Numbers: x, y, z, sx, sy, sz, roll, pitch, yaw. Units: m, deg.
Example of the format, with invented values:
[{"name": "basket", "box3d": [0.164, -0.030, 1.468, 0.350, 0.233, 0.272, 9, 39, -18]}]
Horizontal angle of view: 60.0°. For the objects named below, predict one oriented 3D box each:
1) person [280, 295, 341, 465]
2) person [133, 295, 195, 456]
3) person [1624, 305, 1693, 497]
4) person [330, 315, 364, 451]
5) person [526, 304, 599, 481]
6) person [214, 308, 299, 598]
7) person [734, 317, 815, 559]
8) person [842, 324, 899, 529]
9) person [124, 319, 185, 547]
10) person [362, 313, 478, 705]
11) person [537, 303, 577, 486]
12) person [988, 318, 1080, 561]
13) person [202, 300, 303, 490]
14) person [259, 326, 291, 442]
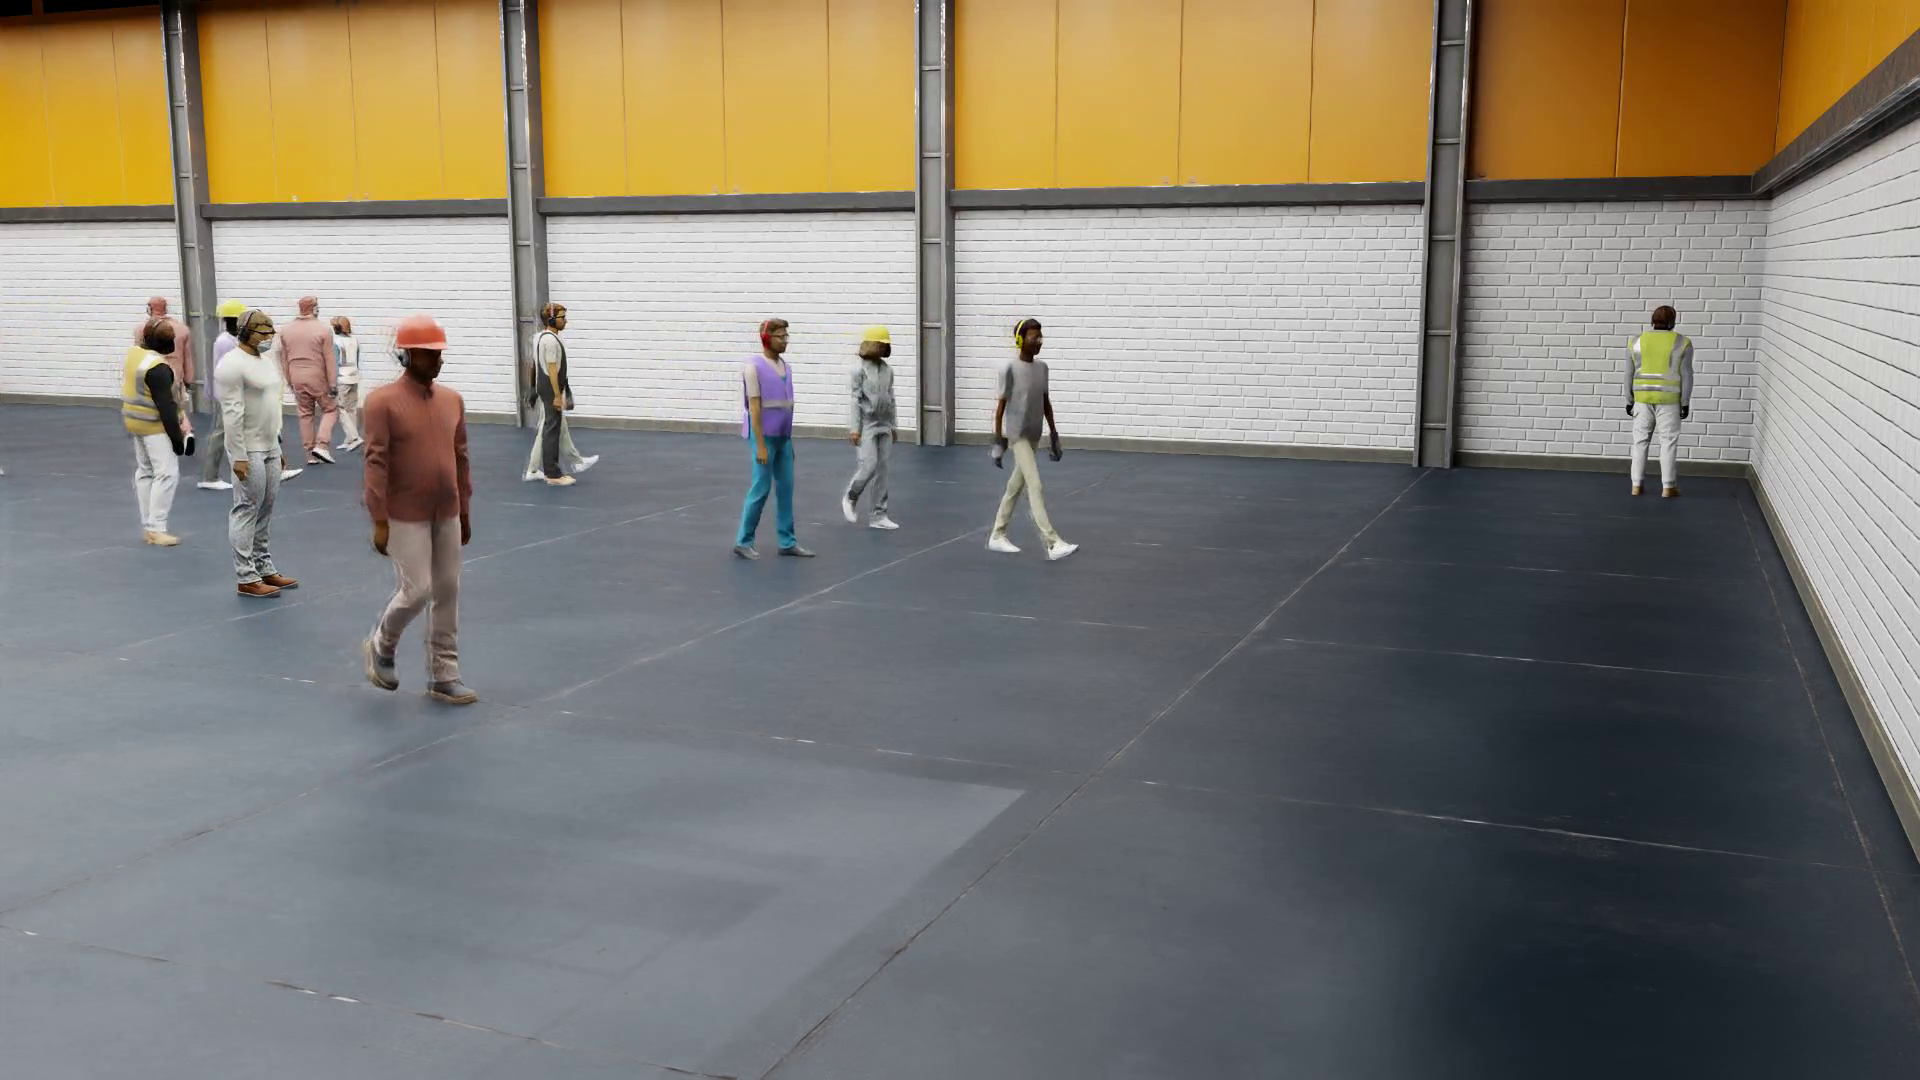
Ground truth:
[{"name": "person", "box3d": [-7.195, -1.768, 18.492, 0.672, 1.896, 0.437, 2, 9, 9]}, {"name": "person", "box3d": [-9.082, -1.845, 18.989, 0.579, 1.890, 0.646, 8, 12, 40]}, {"name": "person", "box3d": [6.729, -1.335, 16.036, 0.623, 1.844, 0.430, 7, 12, 37]}, {"name": "person", "box3d": [-7.375, -1.876, 19.964, 0.421, 1.641, 0.520, 3, 10, 16]}, {"name": "person", "box3d": [-4.176, -1.545, 17.383, 0.962, 1.812, 0.527, -9, 13, -43]}, {"name": "person", "box3d": [-4.748, -0.586, 11.218, 0.370, 1.934, 0.627, 0, 9, 2]}, {"name": "person", "box3d": [-1.423, -0.755, 12.602, 0.467, 1.864, 0.574, 5, 10, 26]}, {"name": "person", "box3d": [-0.735, -0.954, 14.021, 0.440, 1.727, 0.507, 8, 12, 41]}, {"name": "person", "box3d": [-6.444, -0.866, 13.329, 0.433, 1.806, 0.726, -9, 13, -42]}, {"name": "person", "box3d": [-2.734, -0.149, 8.414, 0.539, 1.983, 0.634, 6, 11, 32]}, {"name": "person", "box3d": [-4.105, -1.470, 16.839, 0.351, 1.847, 0.507, -3, 10, -17]}, {"name": "person", "box3d": [0.555, -0.763, 12.631, 0.961, 1.817, 0.551, 8, 13, 42]}, {"name": "person", "box3d": [-7.105, -1.434, 16.513, 0.981, 1.873, 0.609, -3, 10, -17]}, {"name": "person", "box3d": [-8.740, -2.040, 21.037, 0.499, 1.598, 0.816, -3, 10, -19]}]
